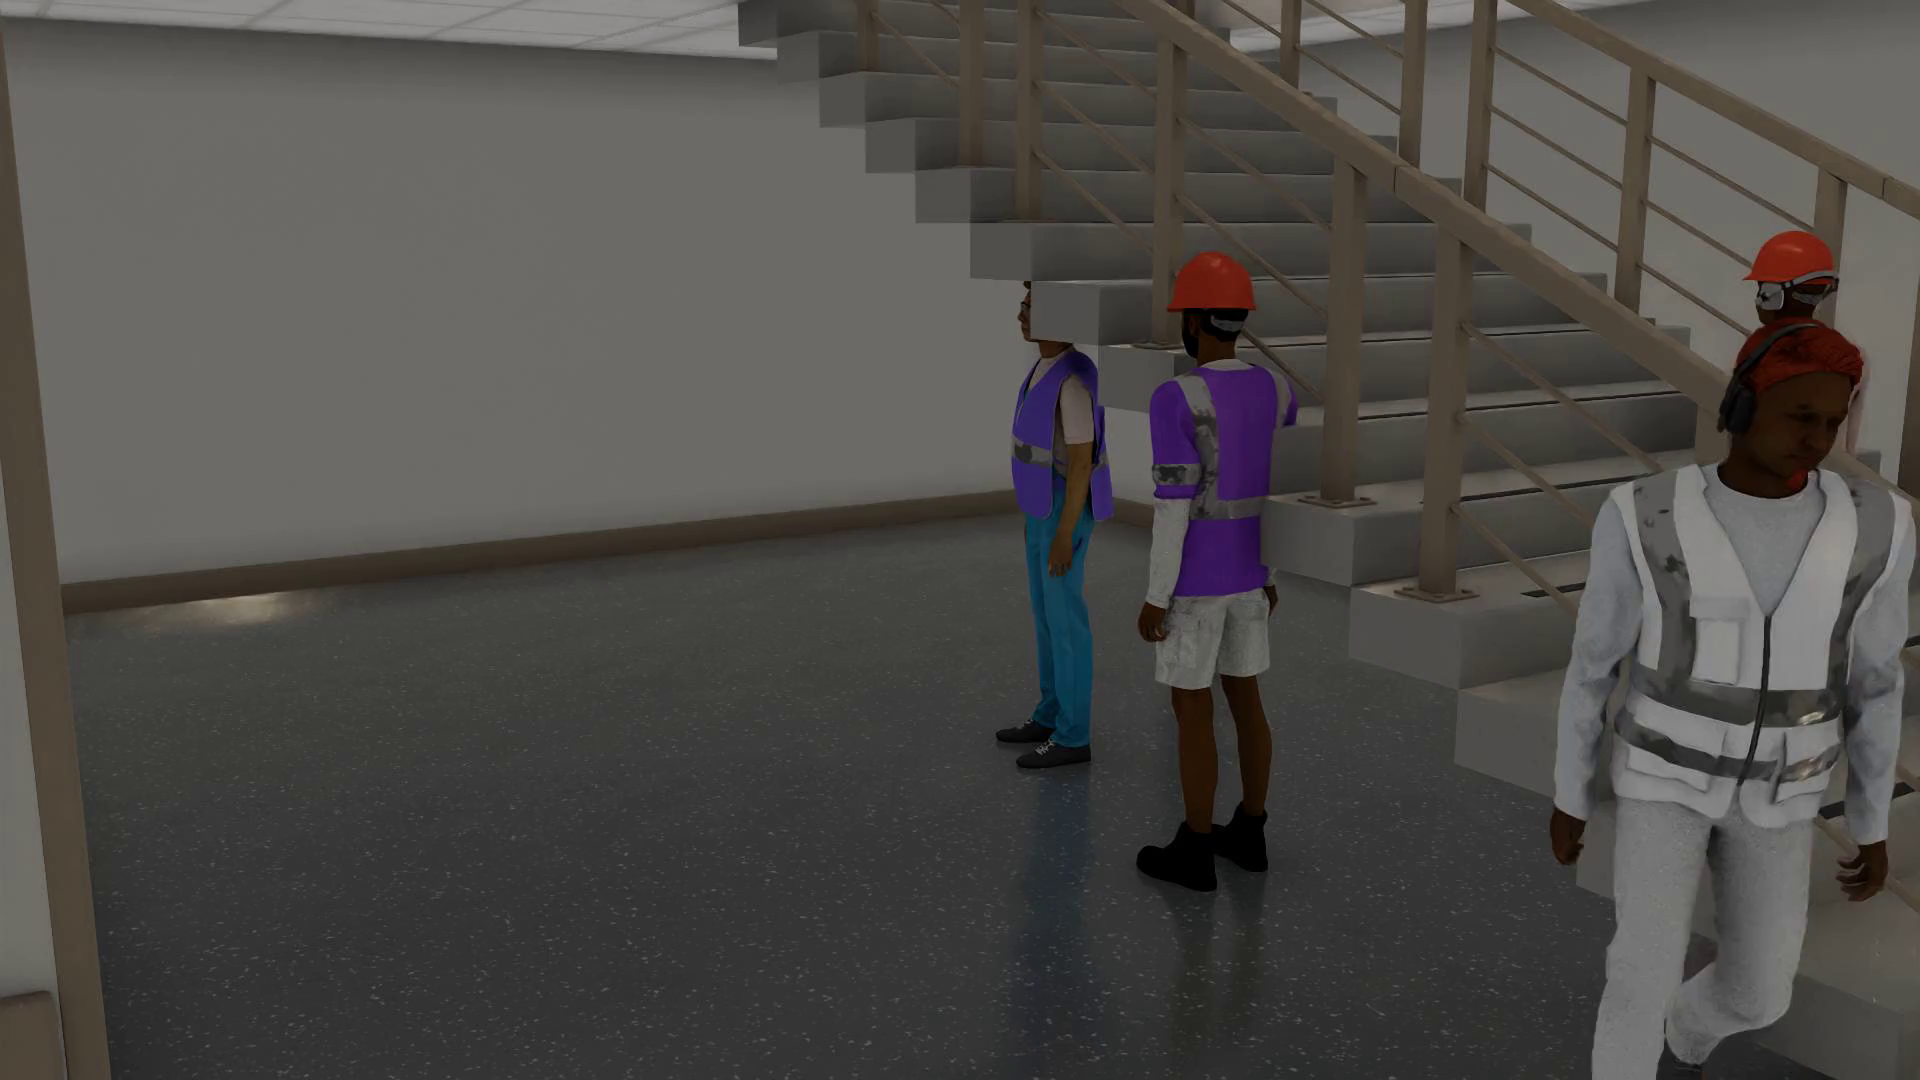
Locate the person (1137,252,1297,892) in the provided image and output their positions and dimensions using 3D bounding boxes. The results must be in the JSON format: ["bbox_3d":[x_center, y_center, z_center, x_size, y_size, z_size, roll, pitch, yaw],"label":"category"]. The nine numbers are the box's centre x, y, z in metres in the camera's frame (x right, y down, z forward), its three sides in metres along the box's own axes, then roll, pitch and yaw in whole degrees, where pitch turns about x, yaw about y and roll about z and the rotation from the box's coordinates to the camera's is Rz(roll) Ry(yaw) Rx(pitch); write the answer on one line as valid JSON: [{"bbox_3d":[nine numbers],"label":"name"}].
[{"bbox_3d":[0.756,0.099,5.095,0.551,1.935,0.371,-8,13,-36],"label":"person"}]

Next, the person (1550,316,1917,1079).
[{"bbox_3d":[1.485,0.475,3.327,0.619,1.859,0.685,1,11,6],"label":"person"}]

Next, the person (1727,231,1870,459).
[{"bbox_3d":[2.801,-0.049,5.719,0.608,1.996,0.381,-5,12,-24],"label":"person"}]

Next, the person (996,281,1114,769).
[{"bbox_3d":[0.367,-0.075,6.243,0.389,1.849,0.565,-2,11,-11],"label":"person"}]
